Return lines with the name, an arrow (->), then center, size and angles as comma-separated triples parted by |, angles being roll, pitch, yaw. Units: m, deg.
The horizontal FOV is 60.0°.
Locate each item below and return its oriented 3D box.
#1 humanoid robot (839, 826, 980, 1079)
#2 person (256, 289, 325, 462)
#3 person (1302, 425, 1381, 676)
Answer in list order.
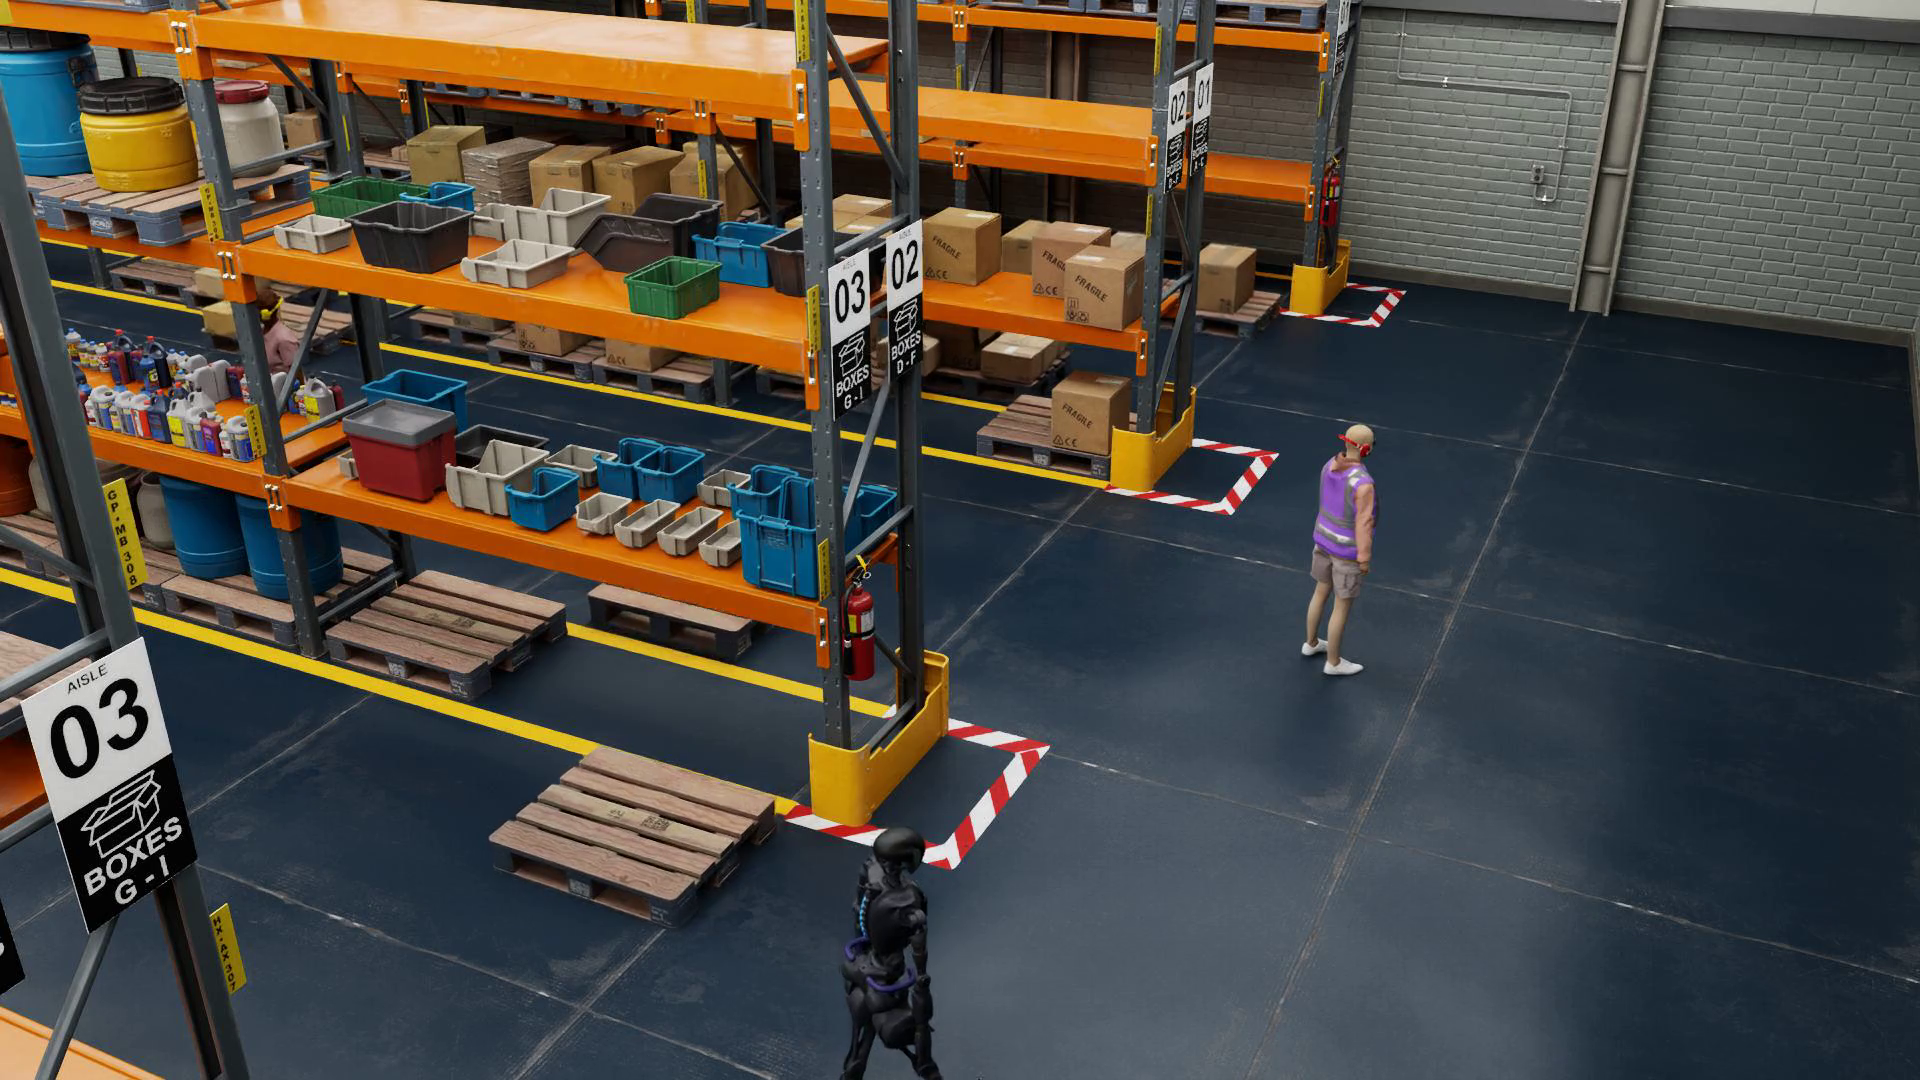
humanoid robot -> -0.275, 1.858, 6.997 | 0.767, 1.625, 0.607 | -16, 30, -29
person -> -5.151, -1.058, 12.719 | 0.523, 1.799, 0.334 | 23, 34, 38
person -> 2.429, 0.058, 10.588 | 0.348, 1.688, 0.492 | -11, 28, -21
